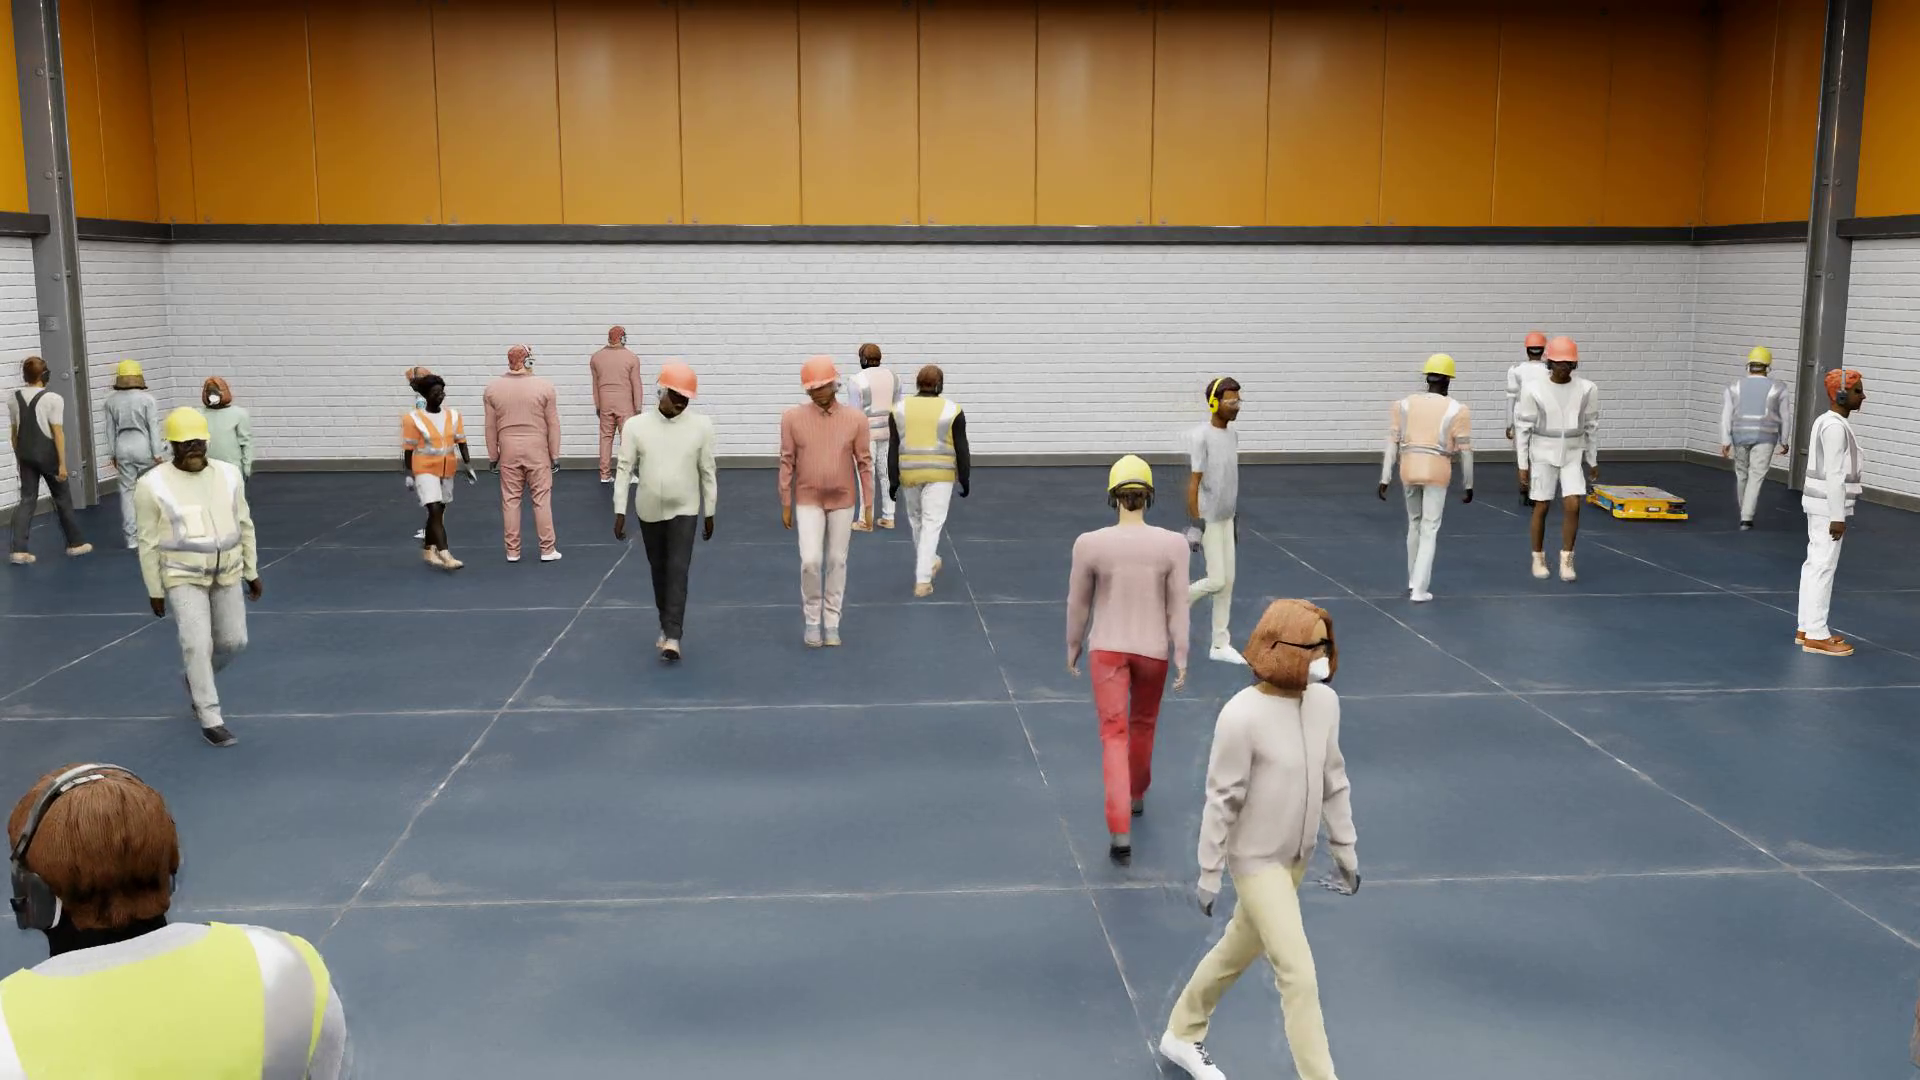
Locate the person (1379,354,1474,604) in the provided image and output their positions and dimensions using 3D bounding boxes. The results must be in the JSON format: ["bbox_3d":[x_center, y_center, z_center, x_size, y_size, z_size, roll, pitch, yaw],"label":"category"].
[{"bbox_3d":[3.633,-0.484,12.864,0.661,1.887,0.816,6,11,35],"label":"person"}]

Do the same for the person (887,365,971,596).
[{"bbox_3d":[-0.226,-0.492,13.242,0.636,1.785,0.993,3,9,16],"label":"person"}]

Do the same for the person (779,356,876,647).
[{"bbox_3d":[-0.877,-0.241,11.108,0.645,1.957,0.528,-1,9,-9],"label":"person"}]

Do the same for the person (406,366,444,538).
[{"bbox_3d":[-5.090,-0.835,15.860,0.311,1.639,0.513,-2,9,-10],"label":"person"}]

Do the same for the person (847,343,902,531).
[{"bbox_3d":[-0.867,-1.009,16.321,0.634,1.839,0.429,-7,12,-39],"label":"person"}]

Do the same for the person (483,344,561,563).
[{"bbox_3d":[-3.788,-0.747,14.484,0.639,1.904,0.402,0,9,-1],"label":"person"}]

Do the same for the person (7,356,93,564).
[{"bbox_3d":[-8.033,-0.704,14.552,0.532,1.806,0.879,1,9,3],"label":"person"}]

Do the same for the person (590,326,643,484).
[{"bbox_3d":[-4.091,-1.615,19.949,0.638,1.900,0.404,2,9,11],"label":"person"}]

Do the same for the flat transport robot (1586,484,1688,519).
[{"bbox_3d":[7.087,-0.408,17.459,0.652,0.197,1.431,1,9,7],"label":"flat transport robot"}]

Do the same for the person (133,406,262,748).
[{"bbox_3d":[-4.107,0.177,8.947,0.690,1.815,0.600,7,12,39],"label":"person"}]

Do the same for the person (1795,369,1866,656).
[{"bbox_3d":[5.782,-0.188,11.033,0.354,1.883,0.573,3,10,20],"label":"person"}]

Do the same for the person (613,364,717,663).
[{"bbox_3d":[-1.918,-0.178,10.848,0.650,1.912,1.026,-1,9,-4],"label":"person"}]

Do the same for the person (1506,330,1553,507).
[{"bbox_3d":[6.124,-1.282,17.808,0.549,1.918,0.758,3,10,18],"label":"person"}]

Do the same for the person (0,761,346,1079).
[{"bbox_3d":[-1.196,1.221,2.439,0.890,1.812,0.633,9,12,43],"label":"person"}]

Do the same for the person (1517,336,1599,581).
[{"bbox_3d":[4.876,-0.648,13.526,0.694,2.009,0.722,1,9,6],"label":"person"}]

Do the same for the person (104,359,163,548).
[{"bbox_3d":[-7.586,-0.798,15.335,0.516,1.723,0.499,0,9,0],"label":"person"}]

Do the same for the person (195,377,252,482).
[{"bbox_3d":[-6.498,-0.625,14.620,0.507,1.622,0.368,-1,9,-7],"label":"person"}]

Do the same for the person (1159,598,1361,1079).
[{"bbox_3d":[0.920,0.938,4.893,0.869,1.585,0.509,9,13,44],"label":"person"}]

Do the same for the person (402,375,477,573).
[{"bbox_3d":[-4.373,-0.559,14.035,0.830,1.652,0.549,7,12,39],"label":"person"}]

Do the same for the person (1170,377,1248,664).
[{"bbox_3d":[1.615,-0.129,10.746,0.578,1.856,0.540,7,12,39],"label":"person"}]

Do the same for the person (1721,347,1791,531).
[{"bbox_3d":[7.892,-1.008,16.470,0.590,1.781,0.935,7,12,38],"label":"person"}]

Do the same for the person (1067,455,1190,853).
[{"bbox_3d":[0.740,0.485,7.355,0.531,1.713,0.942,0,9,1],"label":"person"}]
